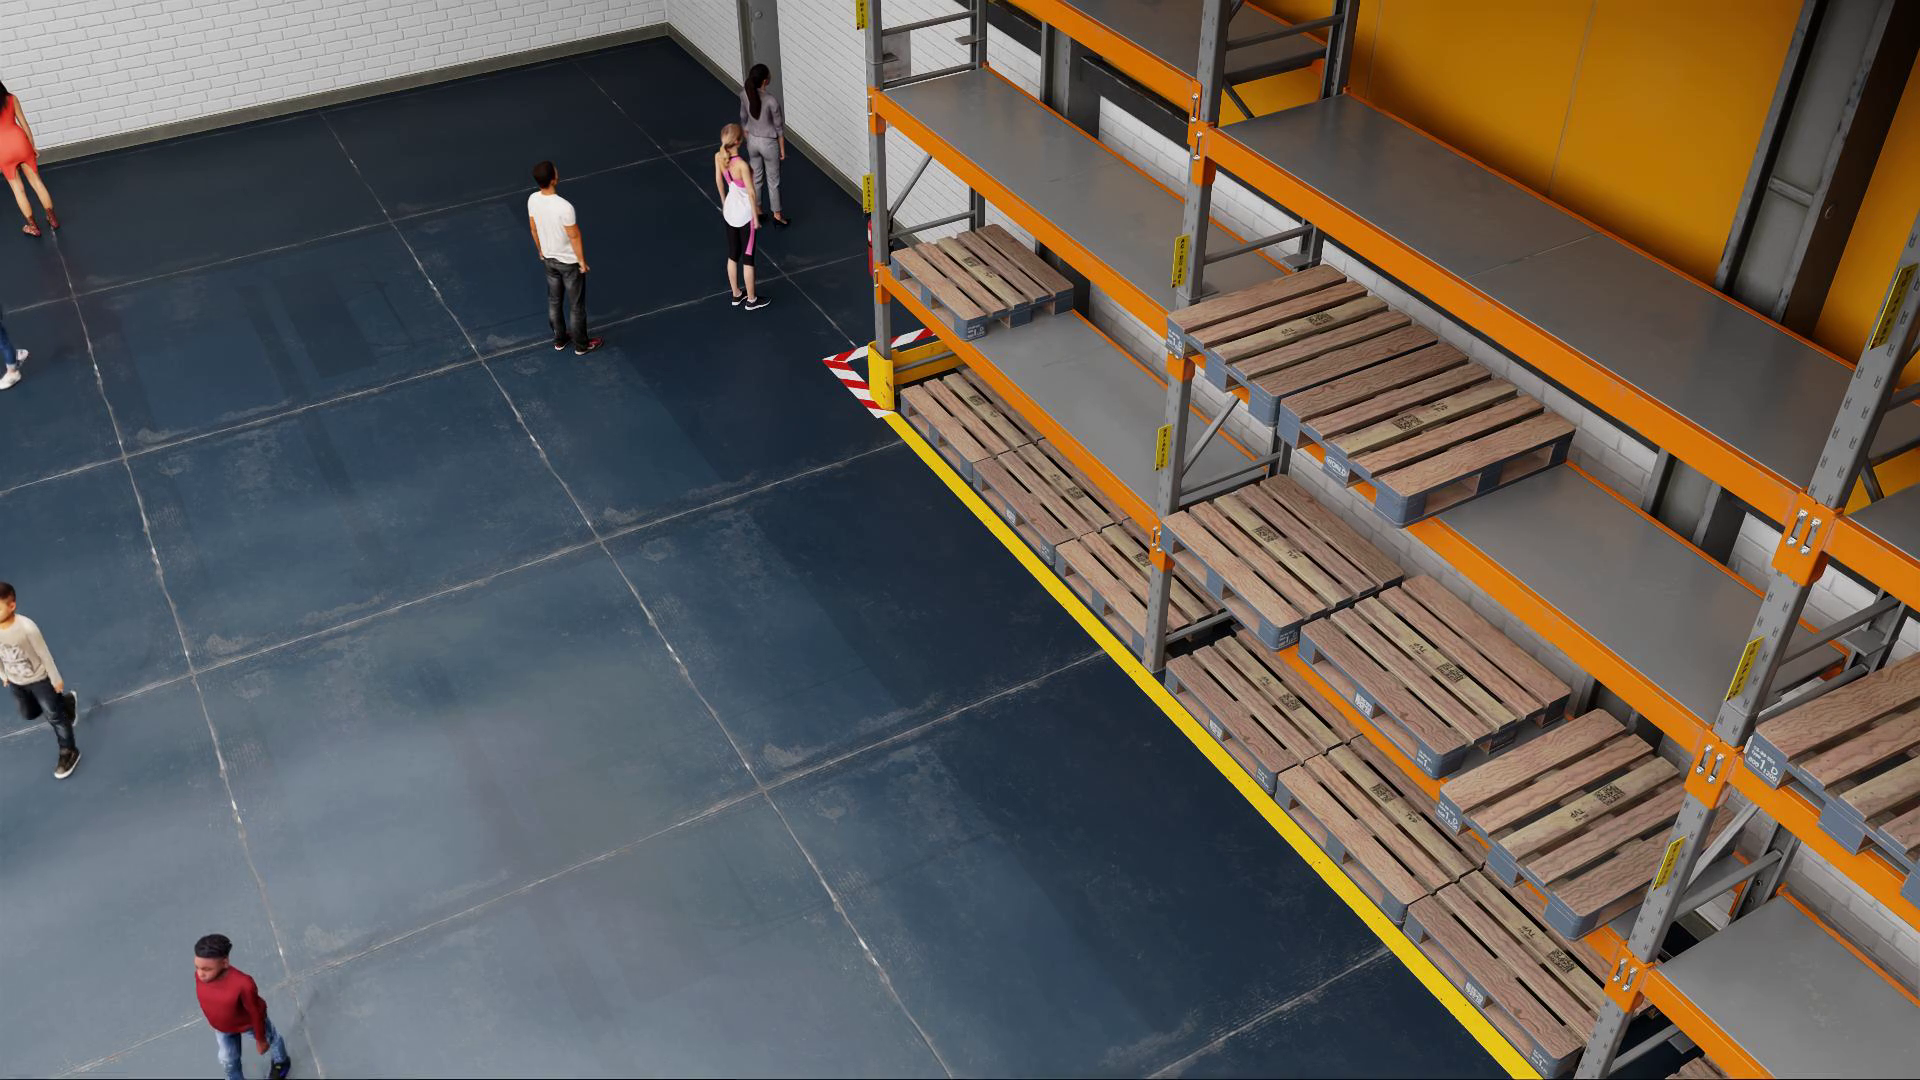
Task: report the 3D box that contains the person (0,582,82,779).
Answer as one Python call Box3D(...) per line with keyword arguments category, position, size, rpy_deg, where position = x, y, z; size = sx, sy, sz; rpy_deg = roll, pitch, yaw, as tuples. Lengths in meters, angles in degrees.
Box3D(category="person", position=(-5.900, 0.824, 10.634), size=(0.785, 1.453, 0.896), rpy_deg=(1, 39, 2))

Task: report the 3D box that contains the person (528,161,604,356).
Box3D(category="person", position=(-3.475, -2.454, 14.457), size=(0.666, 1.804, 0.779), rpy_deg=(17, 42, 21))

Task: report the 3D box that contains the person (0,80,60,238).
Box3D(category="person", position=(-9.219, -3.785, 16.191), size=(0.635, 1.719, 0.661), rpy_deg=(26, 46, 29))

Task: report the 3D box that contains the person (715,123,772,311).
Box3D(category="person", position=(-2.002, -2.924, 15.058), size=(0.581, 1.788, 0.731), rpy_deg=(27, 46, 30))

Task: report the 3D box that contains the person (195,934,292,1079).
Box3D(category="person", position=(-3.757, 2.458, 8.756), size=(0.719, 1.242, 0.784), rpy_deg=(8, 39, 10))

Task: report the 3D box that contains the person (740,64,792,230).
Box3D(category="person", position=(-1.924, -3.860, 16.319), size=(0.692, 1.677, 0.787), rpy_deg=(18, 42, 22))
